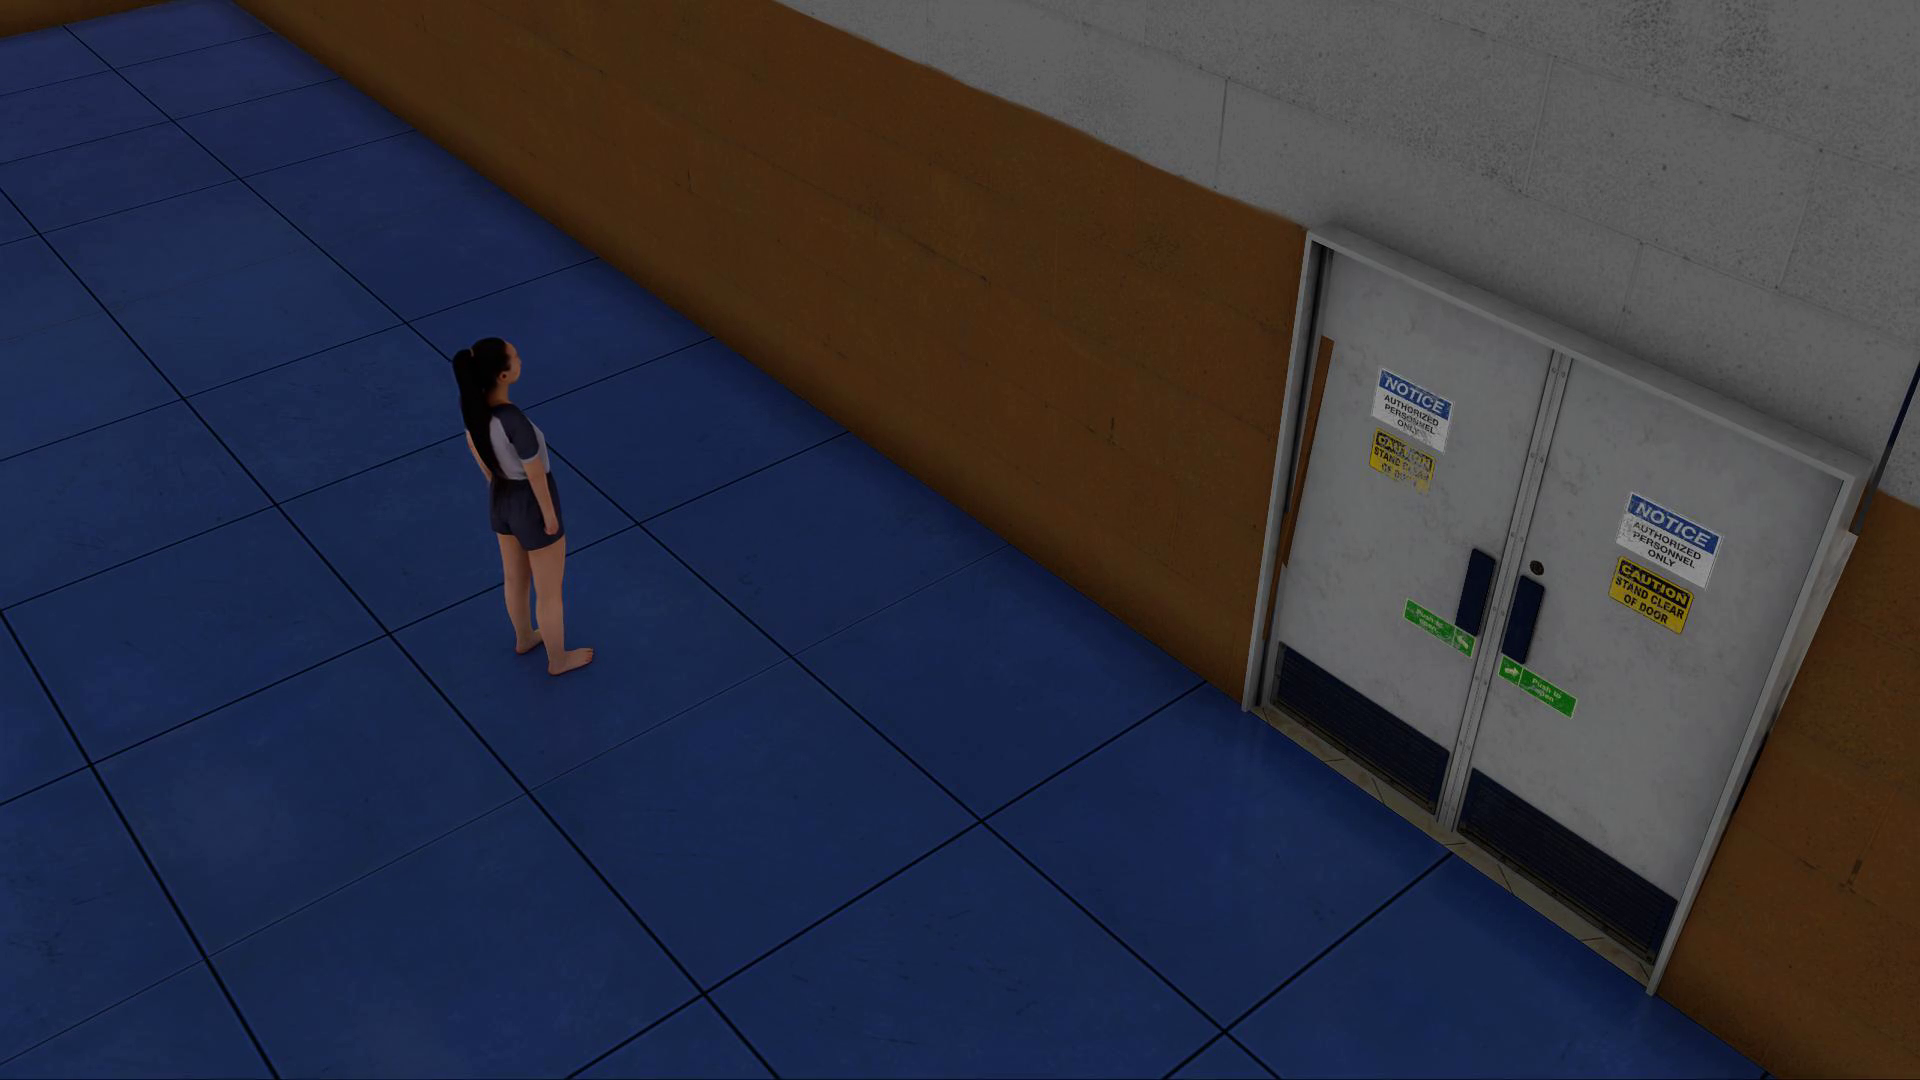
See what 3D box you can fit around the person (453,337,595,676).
[{"bbox_3d":[-1.870,-0.133,7.076,0.632,1.650,0.575,27,44,31],"label":"person"}]
